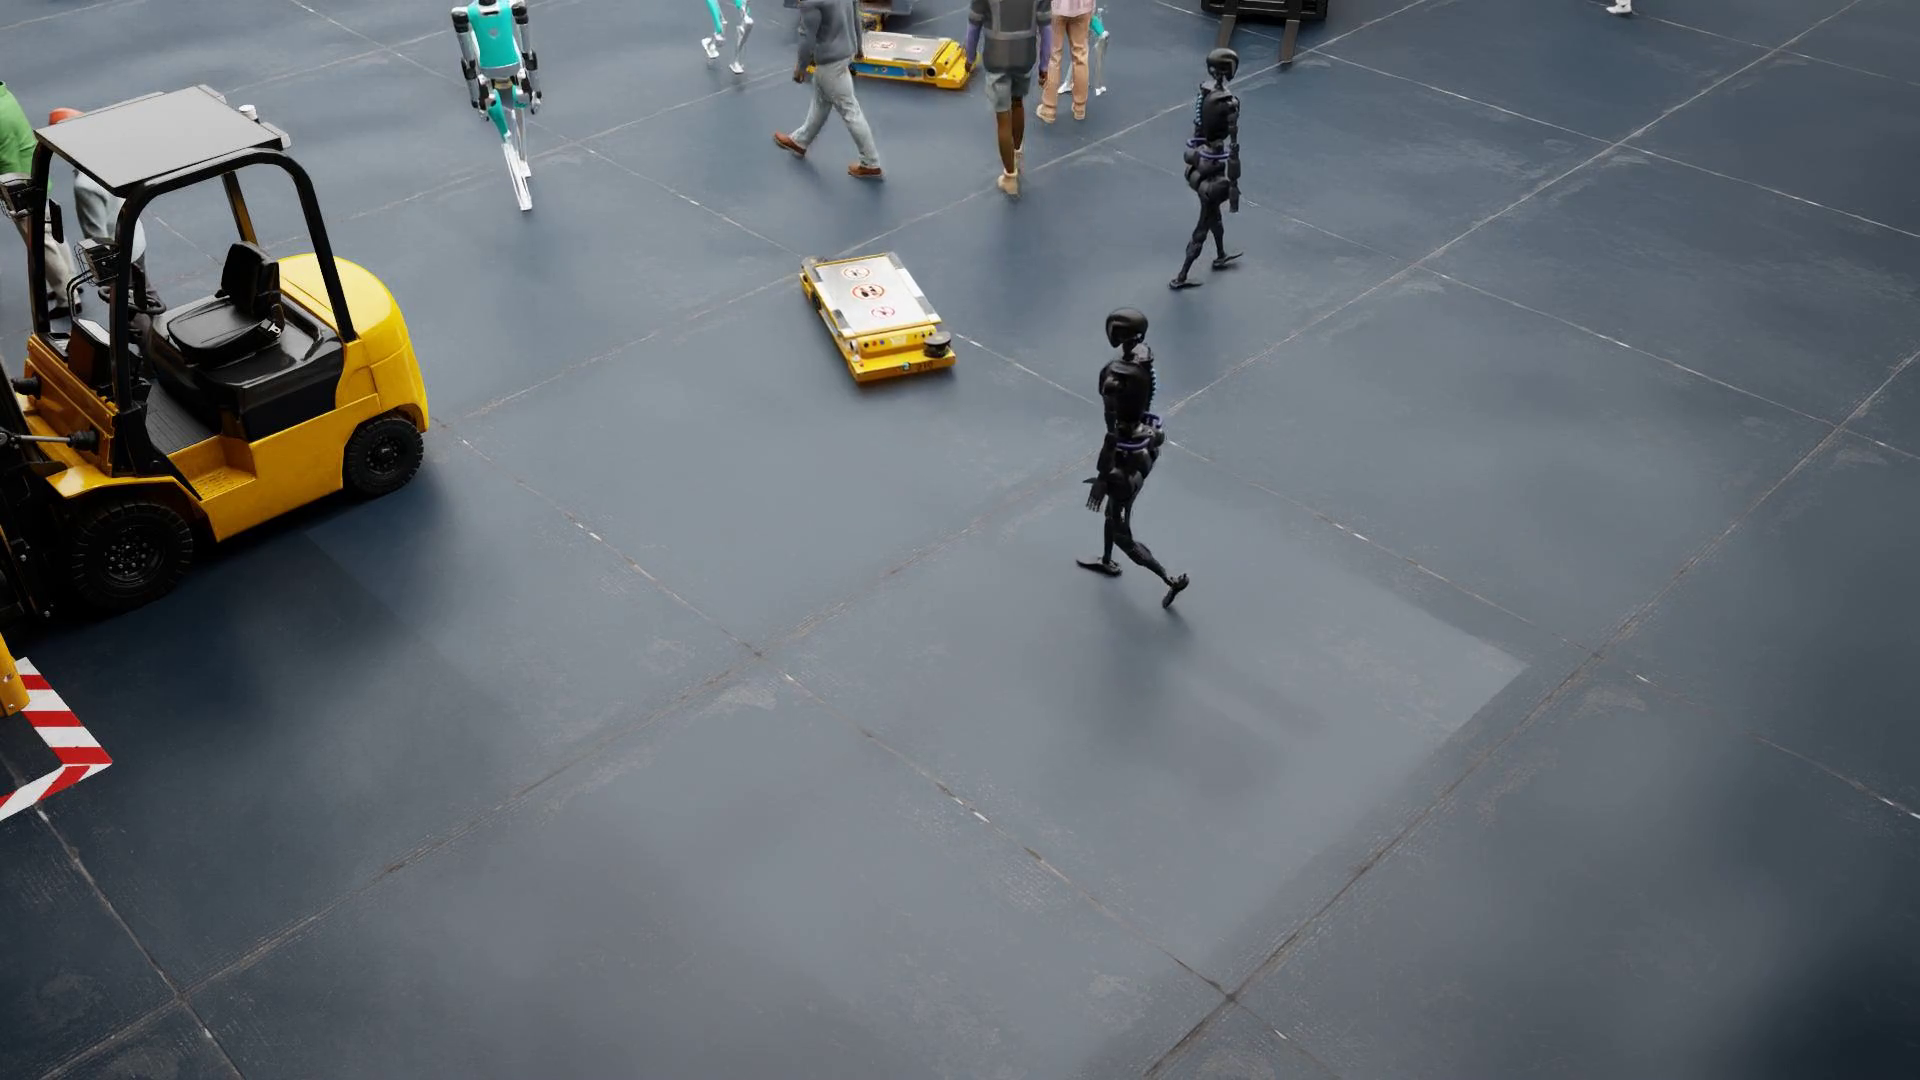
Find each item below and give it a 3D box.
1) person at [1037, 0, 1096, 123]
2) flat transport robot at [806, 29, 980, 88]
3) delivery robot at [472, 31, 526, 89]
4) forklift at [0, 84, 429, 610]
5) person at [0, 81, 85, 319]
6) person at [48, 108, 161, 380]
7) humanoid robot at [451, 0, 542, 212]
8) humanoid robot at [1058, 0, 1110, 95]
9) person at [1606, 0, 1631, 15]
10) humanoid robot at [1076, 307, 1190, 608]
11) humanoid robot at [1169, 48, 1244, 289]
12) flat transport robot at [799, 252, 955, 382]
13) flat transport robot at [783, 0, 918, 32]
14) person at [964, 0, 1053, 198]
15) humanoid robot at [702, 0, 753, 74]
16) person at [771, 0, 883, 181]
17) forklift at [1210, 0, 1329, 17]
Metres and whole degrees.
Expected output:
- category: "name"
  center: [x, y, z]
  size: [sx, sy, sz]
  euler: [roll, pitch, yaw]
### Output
- category: "person"
  center: [0.852, -4.244, 13.414]
  size: [0.524, 1.781, 0.403]
  euler: [-8, 37, -10]
- category: "flat transport robot"
  center: [-0.597, -4.257, 14.695]
  size: [1.431, 0.231, 0.659]
  euler: [9, 38, 12]
- category: "delivery robot"
  center: [-3.968, -4.137, 14.289]
  size: [0.499, 0.587, 0.788]
  euler: [-12, 38, -16]
- category: "forklift"
  center: [-4.145, -1.093, 8.856]
  size: [2.313, 2.155, 1.214]
  euler: [-31, 47, -34]
- category: "person"
  center: [-6.114, -2.302, 10.825]
  size: [0.388, 1.778, 0.548]
  euler: [-13, 39, -16]
- category: "person"
  center: [-5.187, -1.802, 10.180]
  size: [0.352, 1.740, 0.571]
  euler: [-4, 37, -5]
- category: "humanoid robot"
  center: [-3.401, -3.381, 12.332]
  size: [0.542, 1.763, 1.042]
  euler: [-11, 38, -15]
- category: "humanoid robot"
  center: [1.009, -4.576, 13.916]
  size: [0.550, 1.800, 0.810]
  euler: [25, 43, 29]
- category: "person"
  center: [6.233, -5.778, 15.628]
  size: [0.545, 1.592, 0.557]
  euler: [15, 39, 19]
- category: "humanoid robot"
  center: [0.921, -0.424, 8.401]
  size: [0.670, 1.632, 0.610]
  euler: [17, 40, 21]
- category: "humanoid robot"
  center: [1.752, -2.501, 11.179]
  size: [0.679, 1.635, 0.585]
  euler: [-13, 39, -17]
- category: "flat transport robot"
  center: [-0.571, -1.516, 11.026]
  size: [0.659, 0.231, 1.431]
  euler: [-12, 38, -15]
- category: "flat transport robot"
  center: [-0.966, -5.085, 15.803]
  size: [0.659, 0.231, 1.431]
  euler: [6, 37, 8]
- category: "person"
  center: [0.327, -3.611, 12.390]
  size: [0.599, 2.002, 0.829]
  euler: [-12, 38, -15]
- category: "humanoid robot"
  center: [-2.034, -4.787, 14.176]
  size: [0.548, 1.732, 1.011]
  euler: [-15, 39, -19]
- category: "person"
  center: [-1.037, -3.663, 12.547]
  size: [1.020, 1.879, 0.636]
  euler: [13, 39, 17]
- category: "forklift"
  center: [3.106, -6.400, 15.960]
  size: [1.214, 2.155, 2.313]
  euler: [8, 37, 10]
